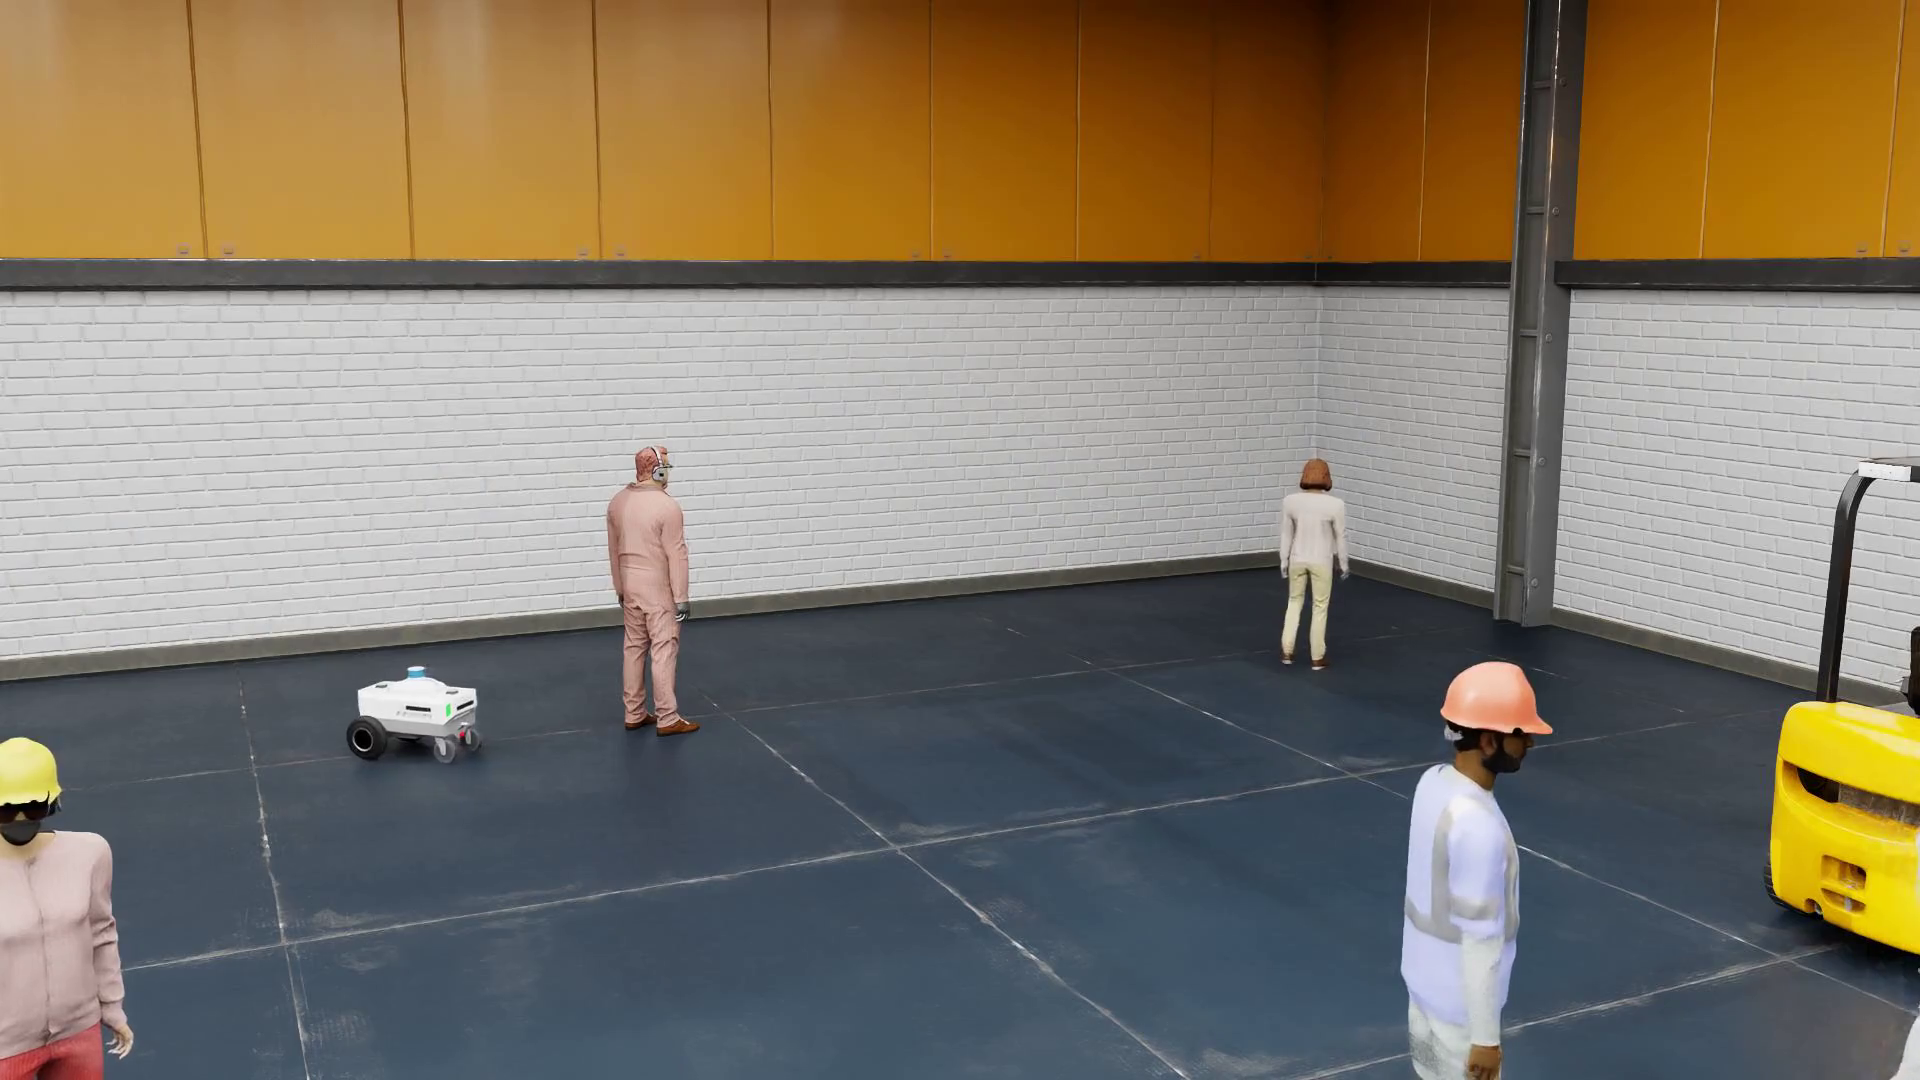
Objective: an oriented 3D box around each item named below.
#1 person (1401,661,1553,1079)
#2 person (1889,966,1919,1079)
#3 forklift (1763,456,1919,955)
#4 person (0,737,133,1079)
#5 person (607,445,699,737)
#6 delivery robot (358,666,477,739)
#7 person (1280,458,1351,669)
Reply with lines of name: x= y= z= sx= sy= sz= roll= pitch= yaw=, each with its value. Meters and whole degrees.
person: x=1.485 y=1.299 z=4.838 sx=0.377 sy=1.933 sz=0.551 roll=0 pitch=9 yaw=0
person: x=2.989 y=1.326 z=4.839 sx=0.649 sy=1.888 sz=1.037 roll=-7 pitch=12 yaw=-38
forklift: x=4.857 y=0.731 z=7.561 sx=2.313 sy=2.155 sz=1.214 roll=-4 pitch=10 yaw=-25
person: x=-2.595 y=1.408 z=4.685 sx=0.327 sy=1.765 sz=0.529 roll=6 pitch=11 yaw=34
person: x=-2.005 y=0.329 z=10.942 sx=0.650 sy=1.906 sz=0.401 roll=7 pitch=11 yaw=36
delivery robot: x=-3.401 y=1.038 z=10.436 sx=0.707 sy=0.478 sz=0.477 roll=3 pitch=10 yaw=17
person: x=2.704 y=0.188 z=12.692 sx=0.512 sy=1.632 sz=0.335 roll=6 pitch=11 yaw=31
